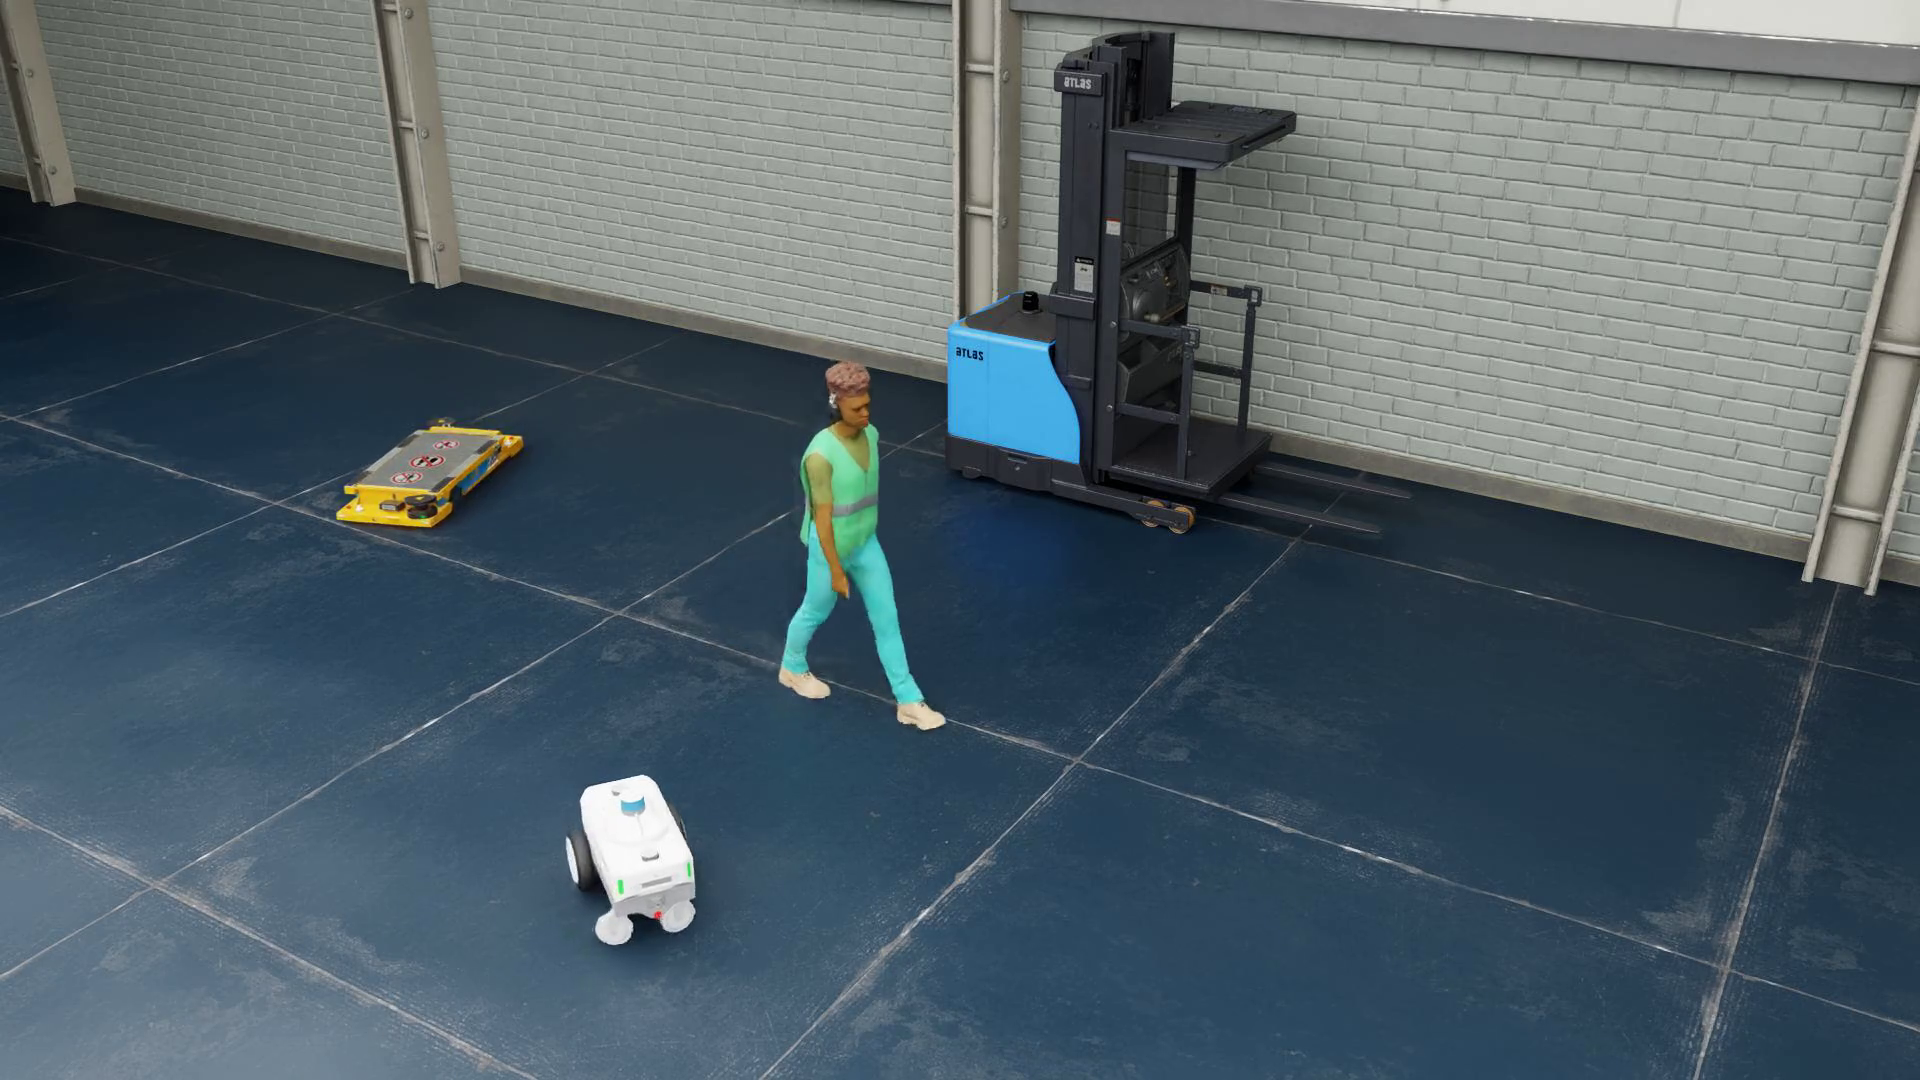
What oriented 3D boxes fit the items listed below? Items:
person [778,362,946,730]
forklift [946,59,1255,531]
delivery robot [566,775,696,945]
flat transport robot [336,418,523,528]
[{"bbox_3d":[-0.568,0.021,8.288,1.036,1.926,0.483,19,31,35],"label":"person"},{"bbox_3d":[0.933,-1.707,10.833,1.873,2.768,1.129,15,29,28],"label":"forklift"},{"bbox_3d":[-1.391,1.323,7.108,0.514,0.580,0.752,-11,27,-22],"label":"delivery robot"},{"bbox_3d":[-3.557,-0.464,11.239,0.659,0.231,1.431,4,26,9],"label":"flat transport robot"}]
